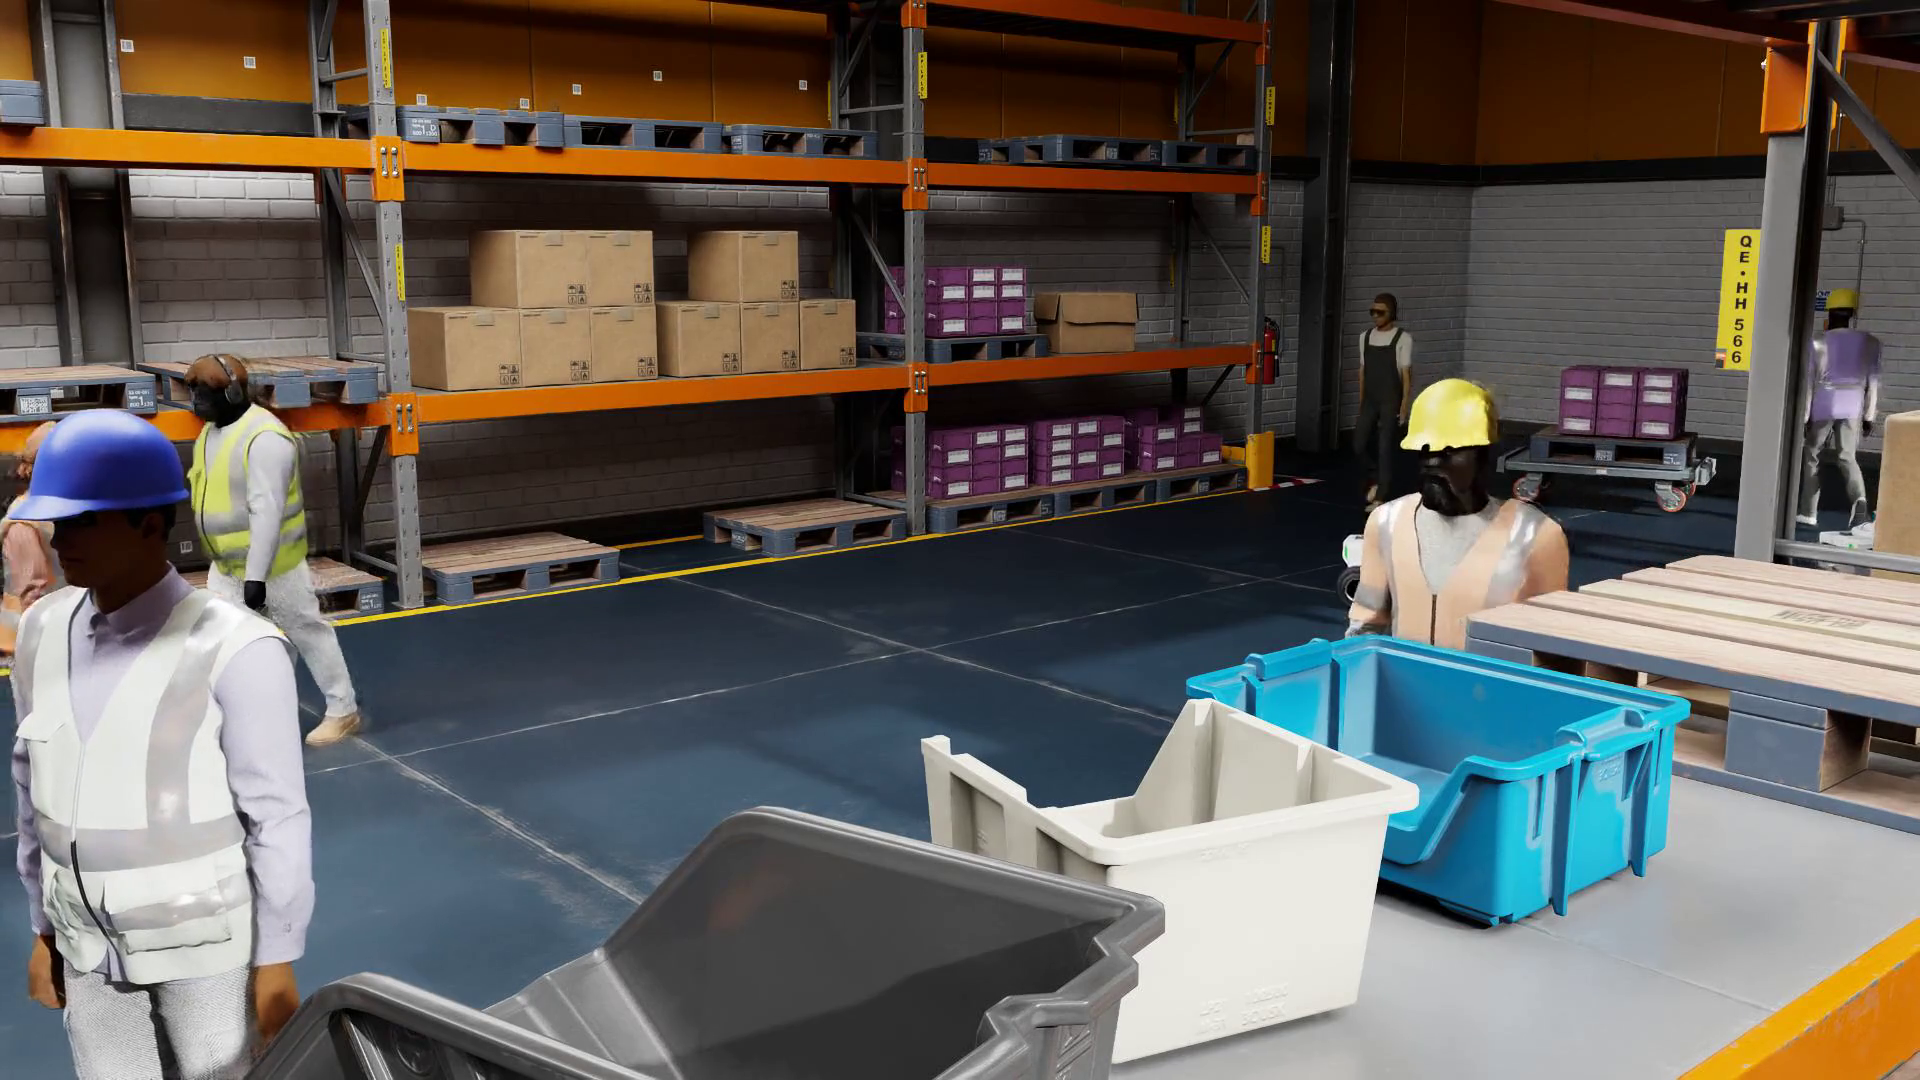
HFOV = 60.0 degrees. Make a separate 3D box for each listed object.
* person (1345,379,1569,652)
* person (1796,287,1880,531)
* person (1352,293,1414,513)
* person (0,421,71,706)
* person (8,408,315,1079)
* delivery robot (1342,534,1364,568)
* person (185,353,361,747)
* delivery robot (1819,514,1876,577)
[{"bbox_3d":[1.330,0.493,4.604,0.999,1.866,0.610,-9,13,-41],"label":"person"},{"bbox_3d":[6.831,-1.007,12.936,0.595,1.904,0.812,1,10,5],"label":"person"},{"bbox_3d":[3.530,-1.141,13.875,0.511,1.834,0.441,9,14,41],"label":"person"},{"bbox_3d":[-3.217,0.376,5.949,0.454,1.612,0.537,-1,10,-4],"label":"person"},{"bbox_3d":[-1.480,0.726,3.082,0.605,1.949,0.399,3,11,19],"label":"person"},{"bbox_3d":[2.722,0.106,10.197,0.707,0.478,0.477,4,11,22],"label":"delivery robot"},{"bbox_3d":[-3.037,0.090,7.158,0.647,1.782,0.978,7,12,36],"label":"person"},{"bbox_3d":[5.794,0.058,10.463,0.707,0.478,0.477,-2,10,-9],"label":"delivery robot"}]
